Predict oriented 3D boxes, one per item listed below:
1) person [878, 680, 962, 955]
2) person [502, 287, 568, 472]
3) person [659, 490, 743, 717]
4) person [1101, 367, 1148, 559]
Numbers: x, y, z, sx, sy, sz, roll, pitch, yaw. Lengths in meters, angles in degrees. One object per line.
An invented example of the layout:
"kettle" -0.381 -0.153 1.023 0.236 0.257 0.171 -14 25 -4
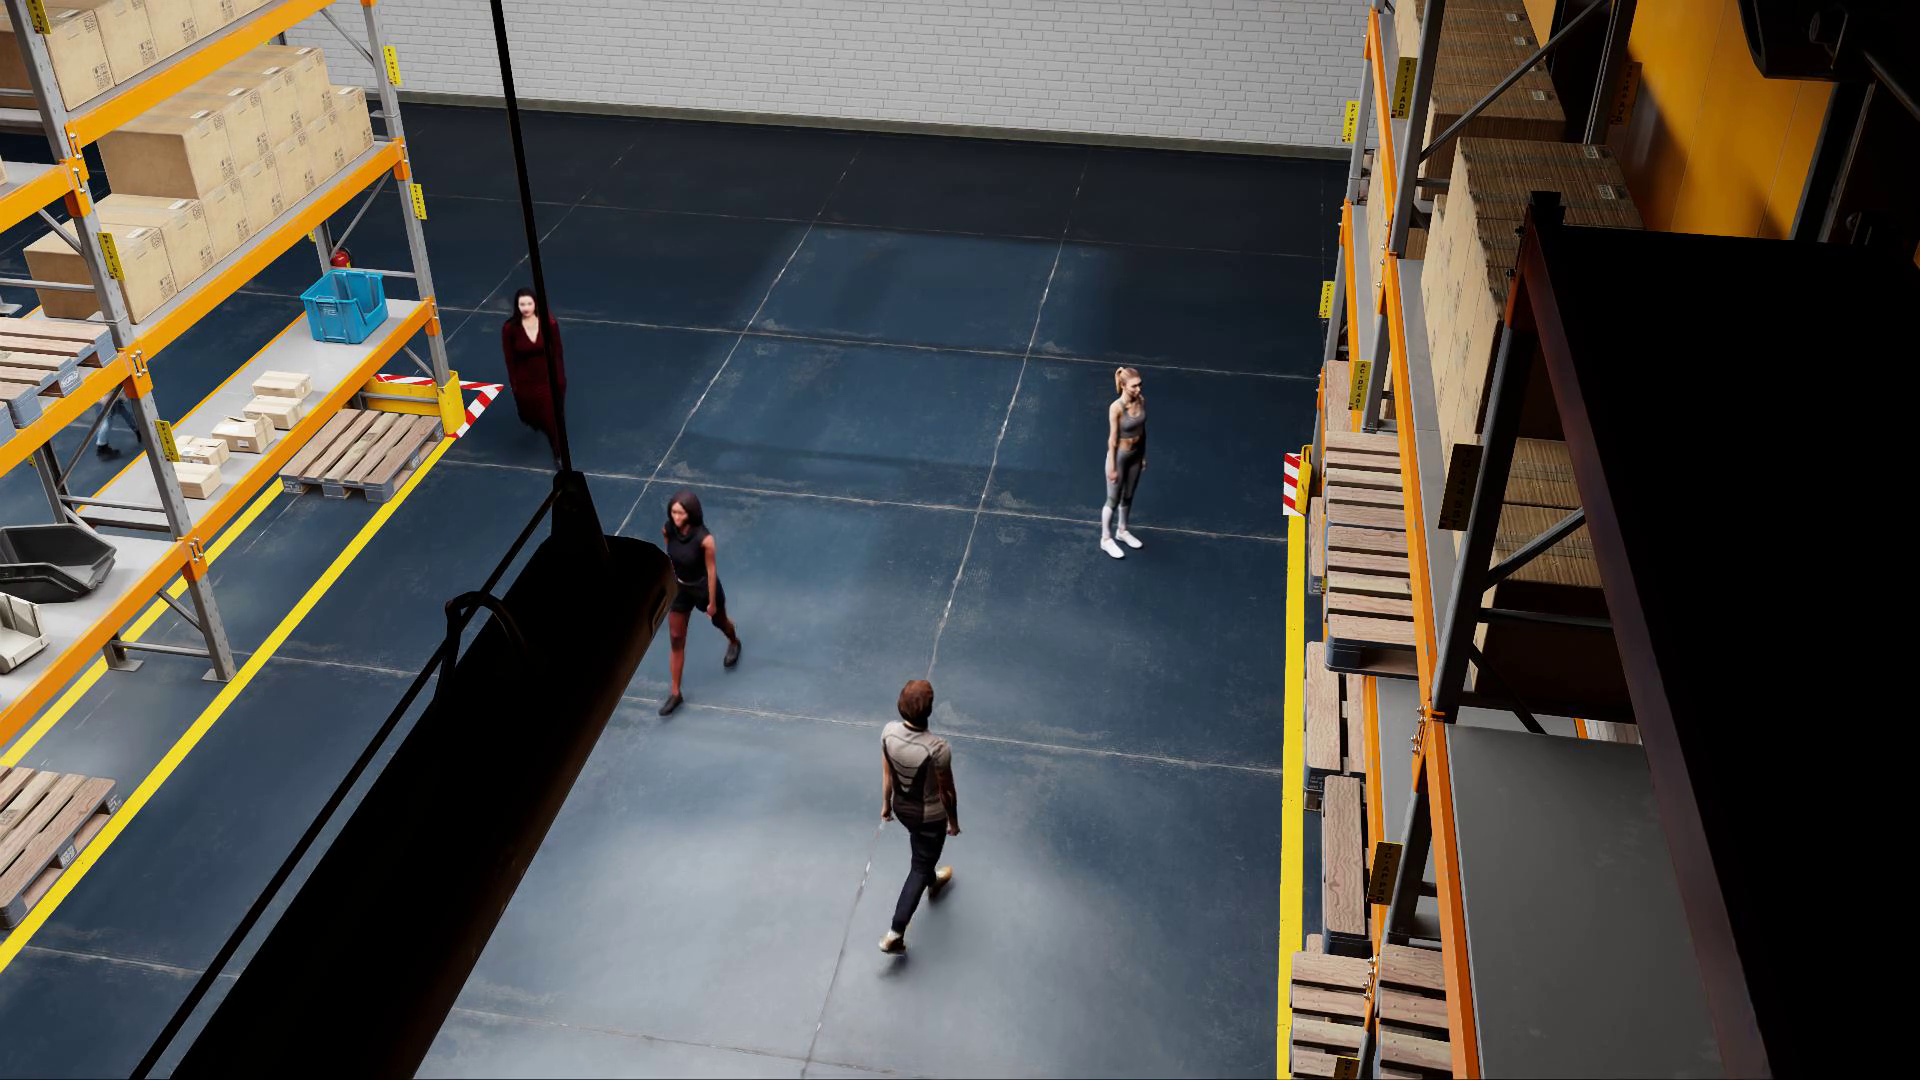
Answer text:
"person" -0.281 1.672 9.978 0.941 1.865 1.260 19 38 26
"person" -3.772 -1.471 14.820 0.927 1.740 1.070 -11 35 -16
"person" -1.872 0.359 12.116 0.782 1.686 1.252 12 36 18
"person" 1.345 -0.660 13.633 0.609 1.704 0.692 -29 43 -36
